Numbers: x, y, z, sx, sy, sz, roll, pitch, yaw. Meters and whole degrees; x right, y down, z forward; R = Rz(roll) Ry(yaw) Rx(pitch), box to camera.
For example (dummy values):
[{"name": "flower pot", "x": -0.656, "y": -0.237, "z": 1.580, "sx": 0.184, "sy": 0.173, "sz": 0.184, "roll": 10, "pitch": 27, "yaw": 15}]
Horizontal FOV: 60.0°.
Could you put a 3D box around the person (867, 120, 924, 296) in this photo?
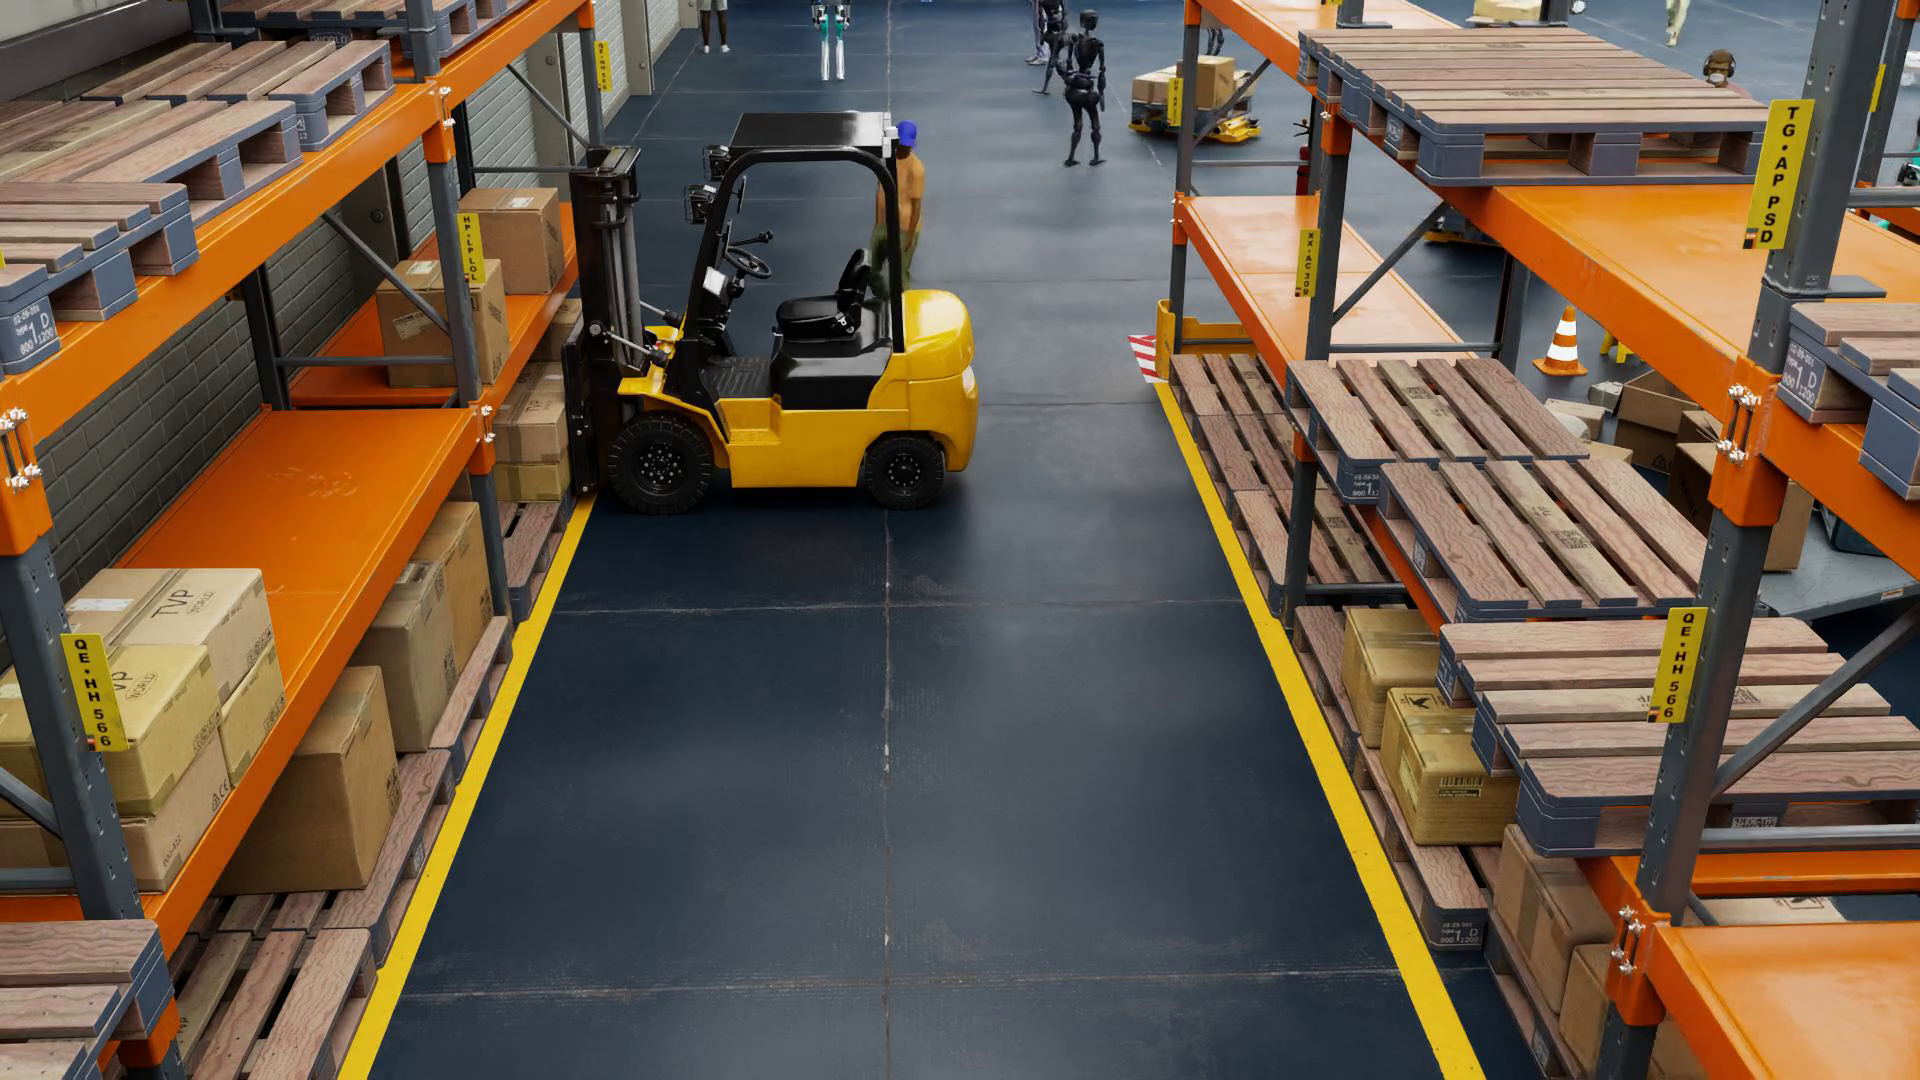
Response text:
[{"name": "person", "x": -0.517, "y": -2.332, "z": 12.575, "sx": 0.521, "sy": 1.685, "sz": 0.394, "roll": 20, "pitch": 32, "yaw": 36}]

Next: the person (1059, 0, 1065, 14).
[{"name": "person", "x": 1.624, "y": -9.993, "z": 28.729, "sx": 0.571, "sy": 1.747, "sz": 0.342, "roll": 0, "pitch": 25, "yaw": 0}]

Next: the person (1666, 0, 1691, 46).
[{"name": "person", "x": 11.193, "y": -8.629, "z": 25.712, "sx": 0.590, "sy": 1.864, "sz": 0.648, "roll": 11, "pitch": 28, "yaw": 23}]

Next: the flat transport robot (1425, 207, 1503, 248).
[{"name": "flat transport robot", "x": 5.075, "y": -2.814, "z": 15.264, "sx": 1.431, "sy": 0.231, "sz": 0.659, "roll": 15, "pitch": 29, "yaw": 28}]

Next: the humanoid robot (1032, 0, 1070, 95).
[{"name": "humanoid robot", "x": 1.269, "y": -6.705, "z": 21.910, "sx": 0.706, "sy": 1.612, "sz": 0.619, "roll": -16, "pitch": 30, "yaw": -31}]

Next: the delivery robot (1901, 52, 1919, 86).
[{"name": "delivery robot", "x": 13.242, "y": -6.423, "z": 22.587, "sx": 0.812, "sy": 0.609, "sz": 0.499, "roll": 11, "pitch": 28, "yaw": 22}]

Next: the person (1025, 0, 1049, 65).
[{"name": "person", "x": 1.159, "y": -7.805, "z": 24.002, "sx": 0.393, "sy": 1.837, "sz": 0.557, "roll": -6, "pitch": 26, "yaw": -13}]

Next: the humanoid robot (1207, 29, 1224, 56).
[{"name": "humanoid robot", "x": 3.588, "y": -7.429, "z": 23.378, "sx": 0.334, "sy": 1.653, "sz": 0.610, "roll": 5, "pitch": 26, "yaw": 10}]

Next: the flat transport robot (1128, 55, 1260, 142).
[{"name": "flat transport robot", "x": 2.783, "y": -4.949, "z": 19.784, "sx": 1.431, "sy": 0.231, "sz": 0.659, "roll": 16, "pitch": 30, "yaw": 31}]

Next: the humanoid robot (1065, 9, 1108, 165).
[{"name": "humanoid robot", "x": 1.366, "y": -4.917, "z": 18.069, "sx": 0.429, "sy": 1.654, "sz": 0.590, "roll": -21, "pitch": 32, "yaw": -37}]

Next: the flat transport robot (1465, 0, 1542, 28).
[{"name": "flat transport robot", "x": 8.479, "y": -7.714, "z": 25.639, "sx": 0.659, "sy": 0.231, "sz": 1.431, "roll": 14, "pitch": 29, "yaw": 28}]

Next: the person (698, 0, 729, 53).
[{"name": "person", "x": -3.715, "y": -8.287, "z": 24.953, "sx": 0.552, "sy": 1.897, "sz": 0.379, "roll": -4, "pitch": 26, "yaw": -8}]

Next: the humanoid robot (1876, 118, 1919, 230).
[{"name": "humanoid robot", "x": 7.302, "y": -2.524, "z": 13.023, "sx": 0.772, "sy": 1.848, "sz": 0.541, "roll": -4, "pitch": 26, "yaw": -9}]

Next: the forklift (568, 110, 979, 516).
[{"name": "forklift", "x": -1.043, "y": -1.379, "z": 9.976, "sx": 2.313, "sy": 2.155, "sz": 1.214, "roll": -1, "pitch": 25, "yaw": -2}]

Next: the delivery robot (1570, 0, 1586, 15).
[{"name": "delivery robot", "x": 10.515, "y": -9.450, "z": 29.003, "sx": 0.807, "sy": 0.613, "sz": 0.499, "roll": 0, "pitch": 25, "yaw": -1}]

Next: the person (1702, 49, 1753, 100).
[{"name": "person", "x": 6.273, "y": -3.170, "z": 14.081, "sx": 0.622, "sy": 1.931, "sz": 0.374, "roll": 12, "pitch": 28, "yaw": 23}]

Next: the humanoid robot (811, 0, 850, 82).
[{"name": "humanoid robot", "x": -1.759, "y": -7.164, "z": 22.677, "sx": 0.530, "sy": 1.722, "sz": 0.720, "roll": -2, "pitch": 25, "yaw": -4}]
